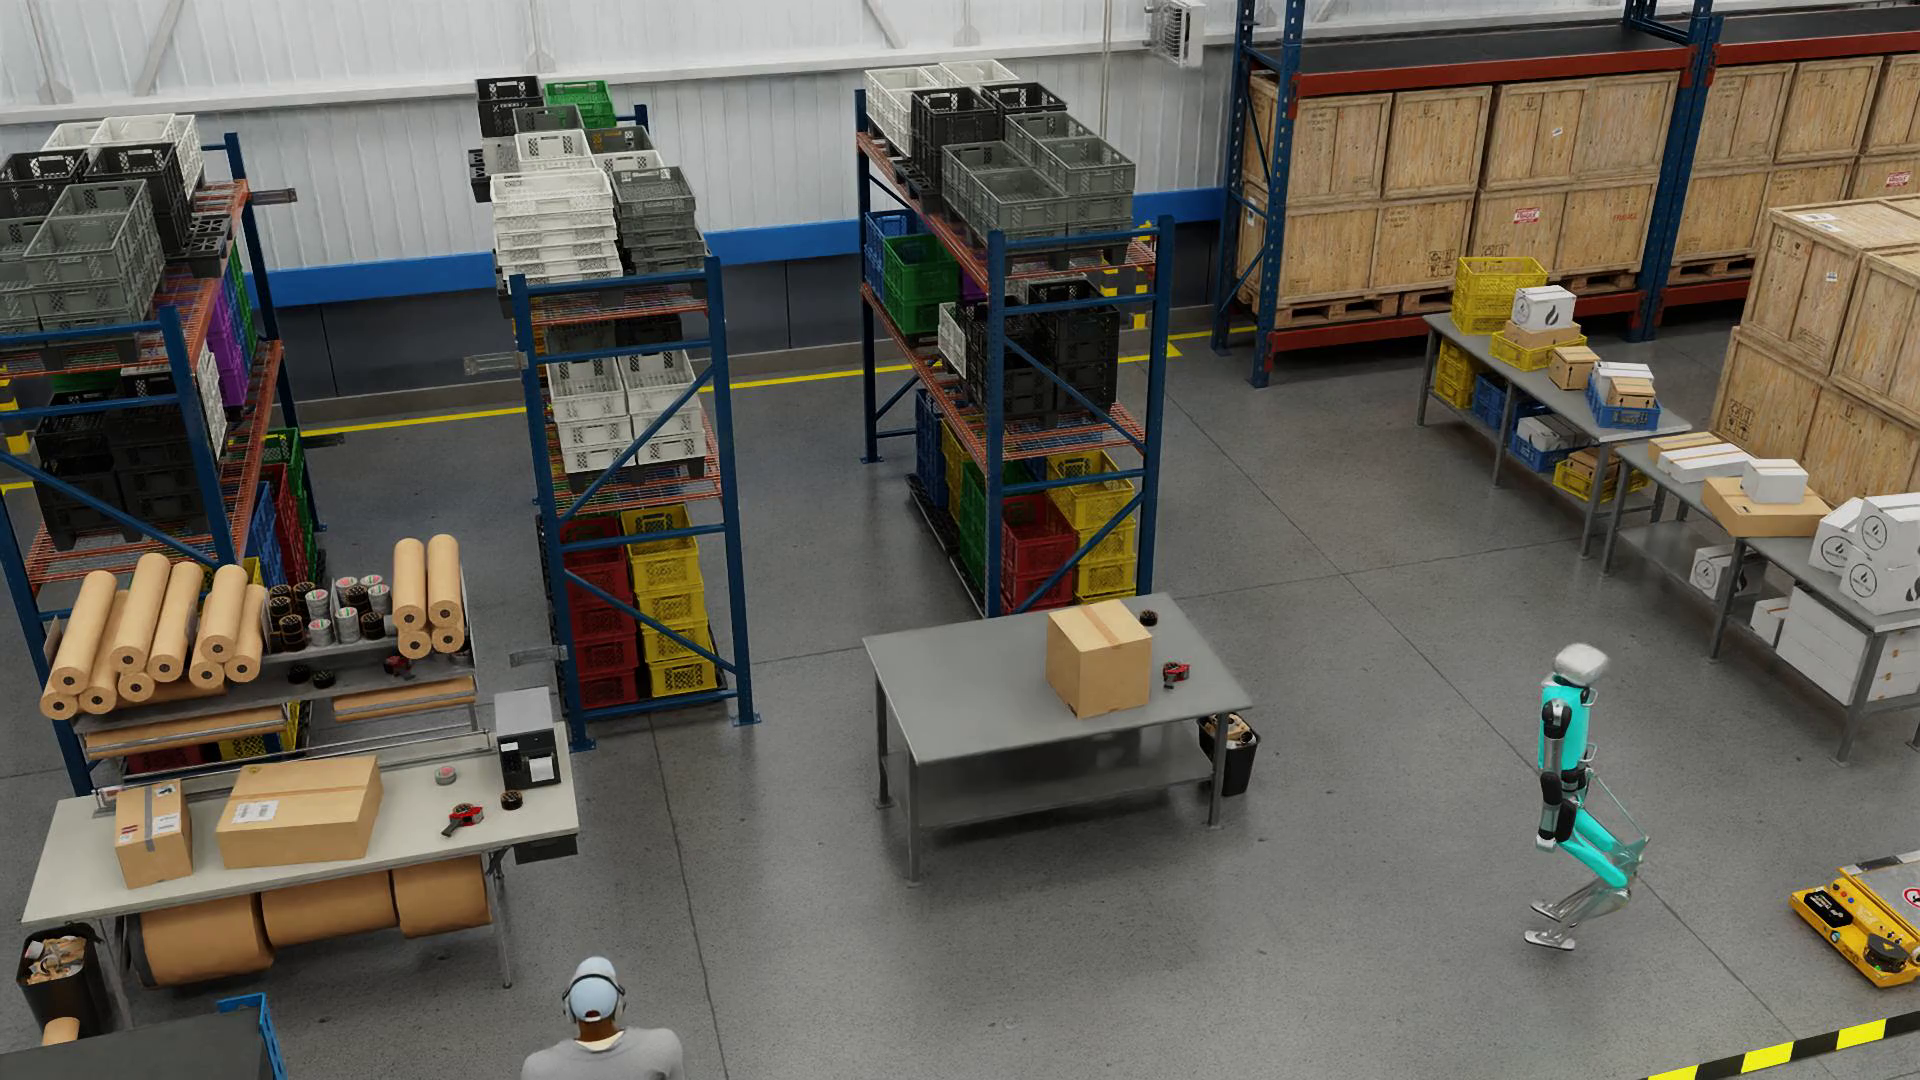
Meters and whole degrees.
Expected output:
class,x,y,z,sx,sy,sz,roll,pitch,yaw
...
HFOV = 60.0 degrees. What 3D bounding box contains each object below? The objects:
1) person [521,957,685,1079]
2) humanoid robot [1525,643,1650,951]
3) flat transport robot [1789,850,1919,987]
class,x,y,z,sx,sy,sz,roll,pitch,yaw
person,-1.299,2.323,6.292,0.589,1.850,0.395,-7,30,-13
humanoid robot,3.114,1.310,8.118,0.735,1.673,0.533,15,32,26
flat transport robot,5.163,1.916,8.676,1.431,0.231,0.659,-8,30,-14
